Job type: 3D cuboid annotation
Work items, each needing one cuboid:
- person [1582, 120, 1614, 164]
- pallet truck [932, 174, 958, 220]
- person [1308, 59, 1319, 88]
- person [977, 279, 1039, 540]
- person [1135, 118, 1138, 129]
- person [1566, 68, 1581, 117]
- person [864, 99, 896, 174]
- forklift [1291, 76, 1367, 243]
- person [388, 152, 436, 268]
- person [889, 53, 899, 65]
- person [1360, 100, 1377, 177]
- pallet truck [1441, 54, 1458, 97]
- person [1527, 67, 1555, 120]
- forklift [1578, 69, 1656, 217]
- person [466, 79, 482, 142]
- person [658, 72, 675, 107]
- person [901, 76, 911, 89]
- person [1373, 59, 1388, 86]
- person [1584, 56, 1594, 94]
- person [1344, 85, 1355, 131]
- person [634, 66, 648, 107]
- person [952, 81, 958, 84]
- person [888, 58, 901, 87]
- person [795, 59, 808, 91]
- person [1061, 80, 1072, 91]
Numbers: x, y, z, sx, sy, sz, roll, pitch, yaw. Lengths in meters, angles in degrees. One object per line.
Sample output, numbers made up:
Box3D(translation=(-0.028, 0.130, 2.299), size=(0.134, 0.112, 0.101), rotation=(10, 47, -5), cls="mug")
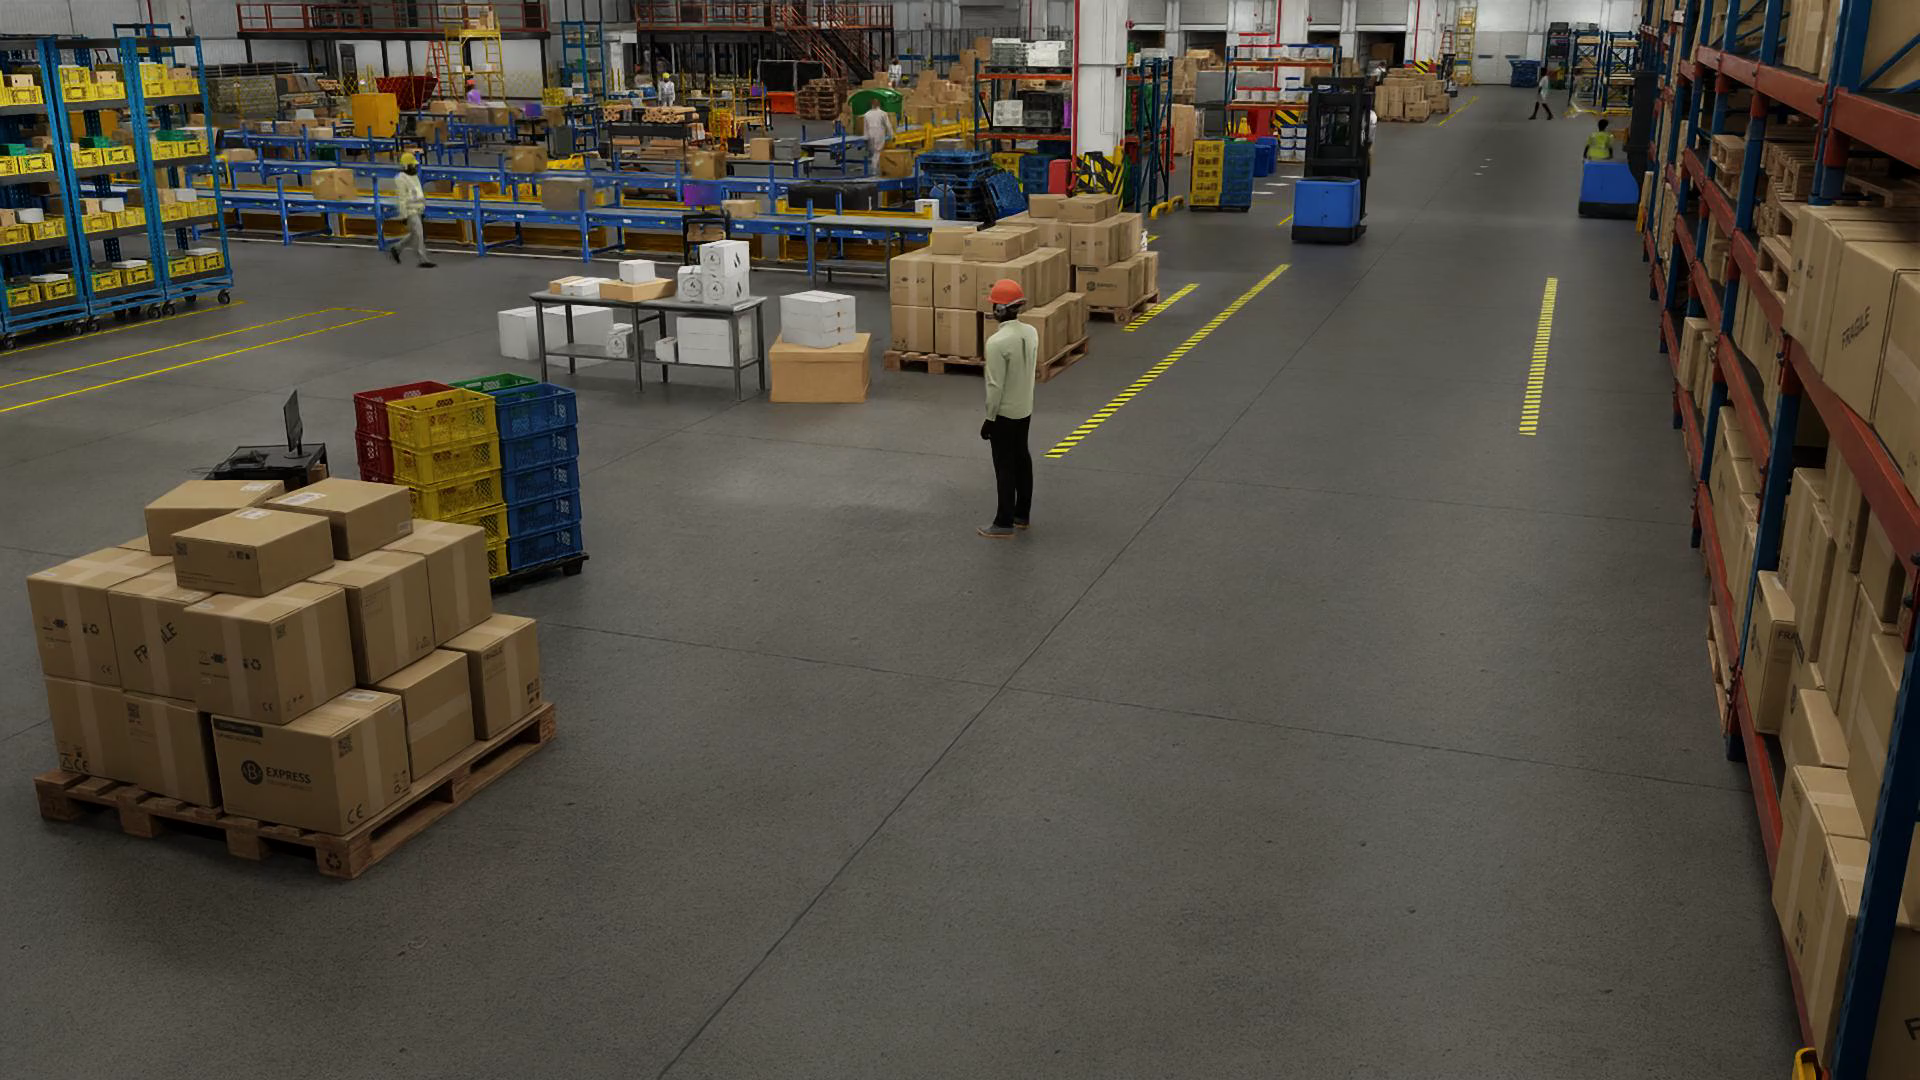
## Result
Box3D(translation=(13.934, -8.343, 36.355), size=(0.599, 1.634, 0.879), rotation=(5, 18, 14), cls="person")
Box3D(translation=(-0.507, -5.292, 27.348), size=(0.653, 1.274, 1.630), rotation=(6, 19, 19), cls="pallet truck")
Box3D(translation=(15.525, -20.006, 72.608), size=(0.879, 1.909, 0.549), rotation=(16, 24, 41), cls="person")
Box3D(translation=(0.365, -0.996, 12.723), size=(0.376, 1.995, 0.609), rotation=(11, 21, 31), cls="person")
Box3D(translation=(3.938, -9.504, 39.375), size=(0.615, 2.042, 0.378), rotation=(16, 24, 42), cls="person")
Box3D(translation=(23.457, -17.029, 63.327), size=(0.475, 1.852, 0.533), rotation=(14, 22, 37), cls="person")
Box3D(translation=(-1.977, -9.839, 40.725), size=(0.663, 1.847, 0.953), rotation=(11, 21, 32), cls="person")
Box3D(translation=(6.598, -6.755, 29.381), size=(1.129, 2.768, 1.873), rotation=(6, 19, 19), cls="forklift")
Box3D(translation=(-8.702, -5.191, 26.198), size=(0.721, 1.817, 0.592), rotation=(0, 18, 1), cls="person")
Box3D(translation=(-3.409, -24.317, 86.258), size=(0.539, 1.833, 0.483), rotation=(1, 18, 2), cls="person")
Box3D(translation=(9.893, -9.807, 40.579), size=(0.386, 1.909, 0.686), rotation=(-5, 18, -15), cls="person")
Box3D(translation=(22.765, -21.886, 78.355), size=(0.823, 1.965, 1.885), rotation=(-4, 18, -14), cls="pallet truck")
Box3D(translation=(21.690, -16.562, 61.747), size=(0.957, 1.930, 0.618), rotation=(9, 20, 27), cls="person")
Box3D(translation=(13.219, -7.740, 32.475), size=(1.873, 2.768, 1.129), rotation=(6, 19, 18), cls="forklift")
Box3D(translation=(-14.950, -13.150, 51.026), size=(0.473, 1.921, 0.586), rotation=(7, 19, 22), cls="person")
Box3D(translation=(-10.455, -15.736, 59.320), size=(0.595, 1.824, 0.404), rotation=(-8, 19, -24), cls="person")
Box3D(translation=(-1.930, -15.691, 59.376), size=(0.835, 1.693, 0.555), rotation=(-7, 19, -21), cls="person")
Box3D(translation=(17.495, -18.937, 69.021), size=(0.697, 2.000, 0.711), rotation=(15, 23, 39), cls="person")
Box3D(translation=(30.282, -22.343, 80.048), size=(0.429, 1.839, 0.634), rotation=(7, 19, 20), cls="person")
Box3D(translation=(13.151, -14.516, 55.816), size=(0.573, 1.620, 0.521), rotation=(-2, 18, -5), cls="person")
Box3D(translation=(-12.041, -16.743, 62.261), size=(0.978, 1.947, 0.611), rotation=(13, 22, 35), cls="person")
Box3D(translation=(-0.144, -15.169, 57.912), size=(0.851, 1.583, 0.516), rotation=(-10, 20, -28), cls="person")
Box3D(translation=(-2.972, -20.968, 75.706), size=(0.597, 1.849, 0.696), rotation=(-3, 18, -9), cls="person")
Box3D(translation=(-7.026, -20.325, 73.606), size=(0.577, 1.905, 0.448), rotation=(-4, 18, -11), cls="person")
Box3D(translation=(5.150, -22.103, 79.309), size=(0.976, 1.838, 0.593), rotation=(-13, 22, -35), cls="person")
